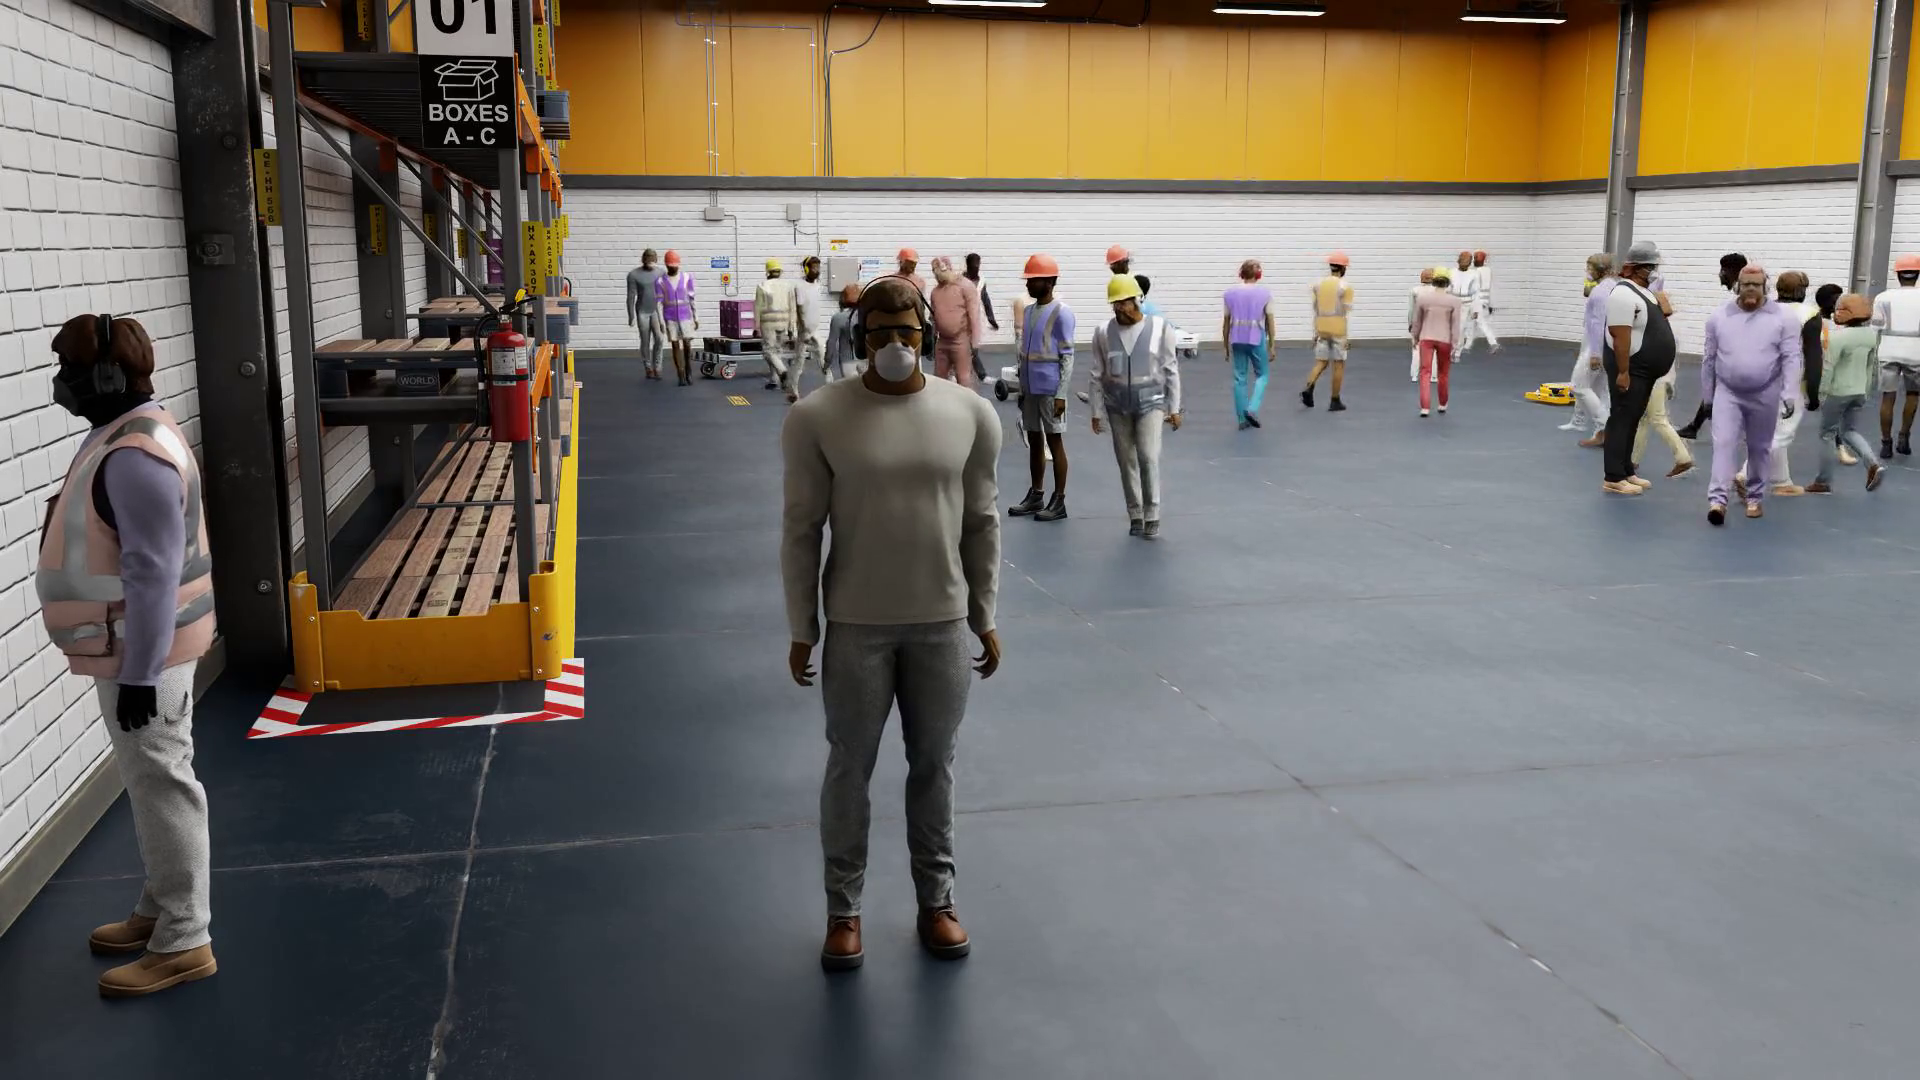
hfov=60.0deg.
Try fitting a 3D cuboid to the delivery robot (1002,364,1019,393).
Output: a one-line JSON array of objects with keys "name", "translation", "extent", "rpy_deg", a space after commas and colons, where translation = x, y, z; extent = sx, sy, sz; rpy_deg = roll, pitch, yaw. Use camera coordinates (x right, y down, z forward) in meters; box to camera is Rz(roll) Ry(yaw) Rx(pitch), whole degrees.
[{"name": "delivery robot", "translation": [0.820, -2.057, 20.963], "extent": [0.477, 0.478, 0.707], "rpy_deg": [-5, 11, -27]}]

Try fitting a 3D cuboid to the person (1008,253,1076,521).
[{"name": "person", "translation": [0.596, -1.109, 12.134], "extent": [0.361, 1.938, 0.545], "rpy_deg": [-7, 13, -35]}]

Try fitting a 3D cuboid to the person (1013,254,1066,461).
[{"name": "person", "translation": [0.729, -1.707, 15.536], "extent": [0.589, 1.909, 0.646], "rpy_deg": [-7, 12, -33]}]

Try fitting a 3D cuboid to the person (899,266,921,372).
[{"name": "person", "translation": [-0.686, -3.003, 22.854], "extent": [0.315, 1.859, 0.509], "rpy_deg": [-2, 10, -11]}]

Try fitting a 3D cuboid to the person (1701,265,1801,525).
[{"name": "person", "translation": [5.666, -1.037, 11.976], "extent": [0.661, 1.855, 1.018], "rpy_deg": [6, 12, 30]}]

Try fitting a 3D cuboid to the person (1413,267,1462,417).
[{"name": "person", "translation": [5.546, -2.307, 19.378], "extent": [0.541, 1.721, 0.922], "rpy_deg": [4, 11, 20]}]

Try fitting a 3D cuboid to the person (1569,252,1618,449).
[{"name": "person", "translation": [6.188, -1.820, 16.156], "extent": [0.448, 1.908, 0.659], "rpy_deg": [7, 12, 33]}]

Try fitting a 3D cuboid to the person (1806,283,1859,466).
[{"name": "person", "translation": [7.831, -1.531, 15.292], "extent": [0.529, 1.652, 0.875], "rpy_deg": [-4, 11, -22]}]

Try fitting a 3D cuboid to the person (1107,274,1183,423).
[{"name": "person", "translation": [2.096, -2.126, 18.562], "extent": [0.809, 1.668, 0.541], "rpy_deg": [6, 12, 28]}]

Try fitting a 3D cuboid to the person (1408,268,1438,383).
[{"name": "person", "translation": [6.662, -3.059, 23.778], "extent": [0.522, 1.636, 0.311], "rpy_deg": [5, 11, 27]}]

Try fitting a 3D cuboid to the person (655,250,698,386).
[{"name": "person", "translation": [-3.941, -3.077, 23.159], "extent": [0.581, 1.892, 0.529], "rpy_deg": [-2, 10, -9]}]

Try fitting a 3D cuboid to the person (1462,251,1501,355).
[{"name": "person", "translation": [9.306, -4.218, 29.666], "extent": [0.583, 1.841, 0.966], "rpy_deg": [-7, 12, -33]}]

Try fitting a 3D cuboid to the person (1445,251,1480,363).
[{"name": "person", "translation": [8.251, -3.827, 27.439], "extent": [0.596, 1.841, 0.767], "rpy_deg": [3, 11, 14]}]

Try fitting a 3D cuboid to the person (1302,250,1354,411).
[{"name": "person", "translation": [4.403, -2.478, 19.787], "extent": [0.571, 1.923, 0.556], "rpy_deg": [-10, 14, -43]}]

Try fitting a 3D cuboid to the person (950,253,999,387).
[{"name": "person", "translation": [0.131, -3.083, 23.322], "extent": [1.045, 1.855, 0.610], "rpy_deg": [8, 13, 39]}]

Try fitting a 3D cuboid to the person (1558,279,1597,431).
[{"name": "person", "translation": [6.779, -1.973, 17.553], "extent": [0.777, 1.717, 0.485], "rpy_deg": [7, 13, 35]}]

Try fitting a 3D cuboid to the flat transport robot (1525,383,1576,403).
[{"name": "flat transport robot", "translation": [7.928, -1.858, 20.903], "extent": [1.431, 0.197, 0.652], "rpy_deg": [-2, 10, -12]}]

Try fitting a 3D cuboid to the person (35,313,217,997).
[{"name": "person", "translation": [-2.270, 0.307, 4.558], "extent": [0.428, 1.843, 0.629], "rpy_deg": [-6, 12, -29]}]

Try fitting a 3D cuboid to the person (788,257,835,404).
[{"name": "person", "translation": [-1.779, -2.553, 20.451], "extent": [0.923, 1.827, 0.525], "rpy_deg": [8, 13, 37]}]

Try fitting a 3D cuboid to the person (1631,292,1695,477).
[{"name": "person", "translation": [6.056, -1.349, 14.412], "extent": [0.803, 1.595, 0.504], "rpy_deg": [10, 14, 43]}]

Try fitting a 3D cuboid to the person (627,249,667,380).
[{"name": "person", "translation": [-4.512, -3.278, 24.241], "extent": [0.669, 1.896, 0.796], "rpy_deg": [-4, 11, -20]}]

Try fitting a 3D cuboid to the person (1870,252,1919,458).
[{"name": "person", "translation": [8.838, -1.725, 15.611], "extent": [0.571, 1.914, 0.612], "rpy_deg": [6, 12, 31]}]

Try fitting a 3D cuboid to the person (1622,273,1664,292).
[{"name": "person", "translation": [9.769, -3.217, 23.859], "extent": [0.586, 1.923, 0.371], "rpy_deg": [1, 10, 7]}]

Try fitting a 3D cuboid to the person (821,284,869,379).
[{"name": "person", "translation": [-1.106, -1.754, 16.669], "extent": [0.519, 1.582, 0.853], "rpy_deg": [-7, 12, -33]}]

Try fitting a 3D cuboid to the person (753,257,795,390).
[{"name": "person", "translation": [-2.469, -2.892, 22.369], "extent": [0.596, 1.811, 0.706], "rpy_deg": [-9, 13, -40]}]

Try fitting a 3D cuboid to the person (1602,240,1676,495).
[{"name": "person", "translation": [5.487, -1.397, 13.449], "extent": [0.538, 2.000, 0.690], "rpy_deg": [7, 12, 33]}]

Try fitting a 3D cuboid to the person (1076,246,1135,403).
[{"name": "person", "translation": [1.926, -2.510, 19.831], "extent": [1.057, 1.958, 0.687], "rpy_deg": [-1, 10, -5]}]

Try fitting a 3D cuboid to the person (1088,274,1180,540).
[{"name": "person", "translation": [1.168, -0.896, 11.327], "extent": [0.617, 1.803, 0.611], "rpy_deg": [3, 11, 17]}]

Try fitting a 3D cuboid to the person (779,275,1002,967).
[{"name": "person", "translation": [-0.185, 0.235, 4.687], "extent": [0.636, 1.938, 0.358], "rpy_deg": [-2, 10, -13]}]

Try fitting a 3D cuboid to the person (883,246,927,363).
[{"name": "person", "translation": [-0.729, -2.633, 20.507], "extent": [0.657, 1.969, 0.585], "rpy_deg": [-5, 11, -26]}]

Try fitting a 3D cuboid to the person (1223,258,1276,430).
[{"name": "person", "translation": [3.109, -2.096, 17.875], "extent": [0.592, 1.833, 0.439], "rpy_deg": [5, 11, 26]}]

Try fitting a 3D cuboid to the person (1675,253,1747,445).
[{"name": "person", "translation": [7.697, -1.894, 16.580], "extent": [1.021, 1.907, 0.618], "rpy_deg": [8, 13, 39]}]

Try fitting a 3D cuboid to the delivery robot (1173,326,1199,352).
[{"name": "delivery robot", "translation": [3.743, -3.442, 28.635], "extent": [0.707, 0.478, 0.477], "rpy_deg": [-3, 11, -18]}]

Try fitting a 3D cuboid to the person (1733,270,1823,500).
[{"name": "person", "translation": [6.366, -1.196, 12.976], "extent": [0.874, 1.816, 0.634], "rpy_deg": [-4, 11, -22]}]

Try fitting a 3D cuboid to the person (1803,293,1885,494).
[{"name": "person", "translation": [7.052, -1.146, 13.218], "extent": [0.512, 1.616, 0.557], "rpy_deg": [-5, 11, -24]}]

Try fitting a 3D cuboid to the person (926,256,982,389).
[{"name": "person", "translation": [-0.080, -2.127, 18.004], "extent": [0.734, 1.864, 0.420], "rpy_deg": [8, 13, 39]}]
